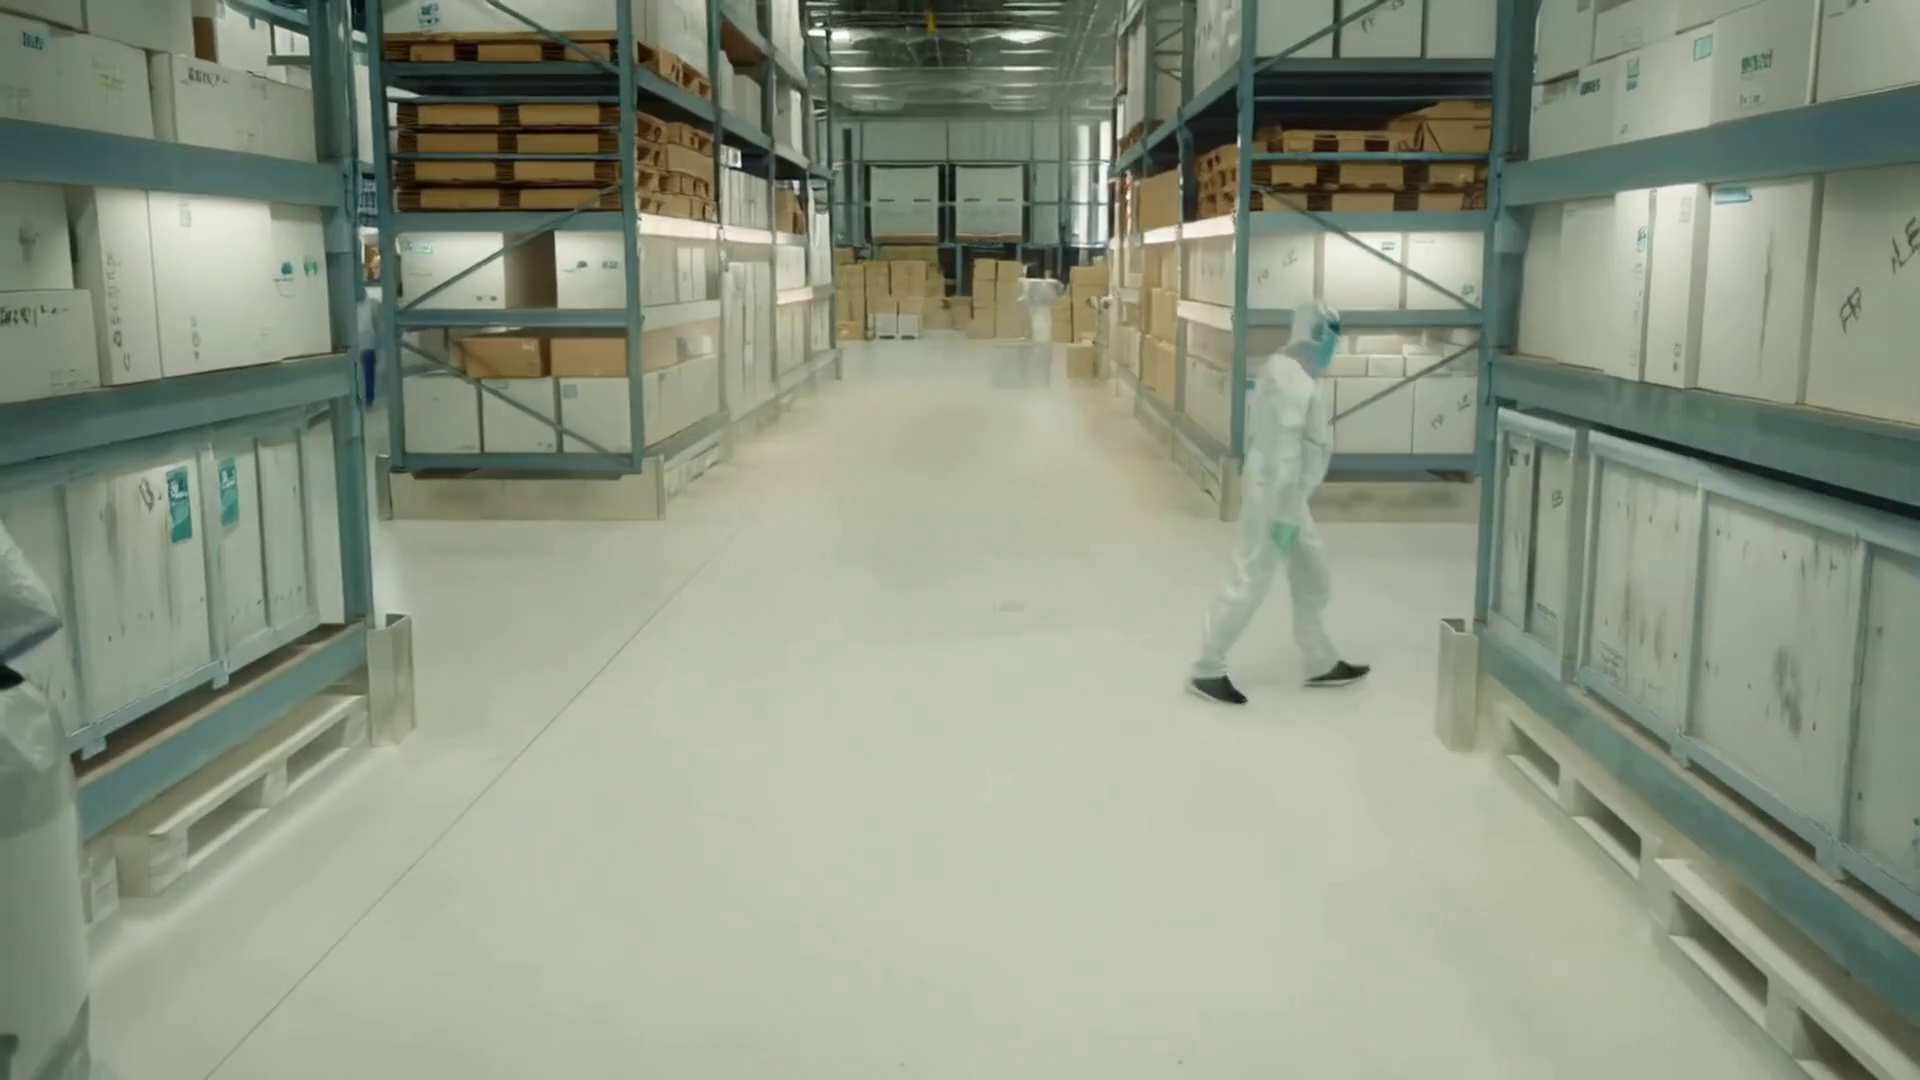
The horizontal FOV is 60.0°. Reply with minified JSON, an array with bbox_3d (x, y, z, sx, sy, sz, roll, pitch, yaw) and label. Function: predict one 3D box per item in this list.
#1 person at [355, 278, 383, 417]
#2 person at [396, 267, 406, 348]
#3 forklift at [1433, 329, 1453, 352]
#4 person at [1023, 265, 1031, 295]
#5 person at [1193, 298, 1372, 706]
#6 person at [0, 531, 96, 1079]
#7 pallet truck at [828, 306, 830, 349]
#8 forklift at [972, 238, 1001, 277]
[{"bbox_3d":[-7.868,-2.524,21.835,0.629,1.822,0.455,0,9,2],"label":"person"},{"bbox_3d":[-11.716,-4.710,34.622,1.061,1.939,0.631,5,11,26],"label":"person"},{"bbox_3d":[11.268,-5.487,36.432,1.129,2.768,1.873,-1,10,-8],"label":"forklift"},{"bbox_3d":[2.365,-8.938,59.920,0.354,1.936,0.635,1,9,4],"label":"person"},{"bbox_3d":[1.540,-0.177,7.706,0.928,1.851,0.745,1,10,8],"label":"person"},{"bbox_3d":[-1.567,0.766,2.702,0.498,1.634,0.280,9,13,42],"label":"person"},{"bbox_3d":[-3.100,-3.940,29.800,1.885,1.965,0.823,3,10,19],"label":"pallet truck"},{"bbox_3d":[0.866,-8.550,54.779,1.129,2.768,1.873,0,9,1],"label":"forklift"}]
